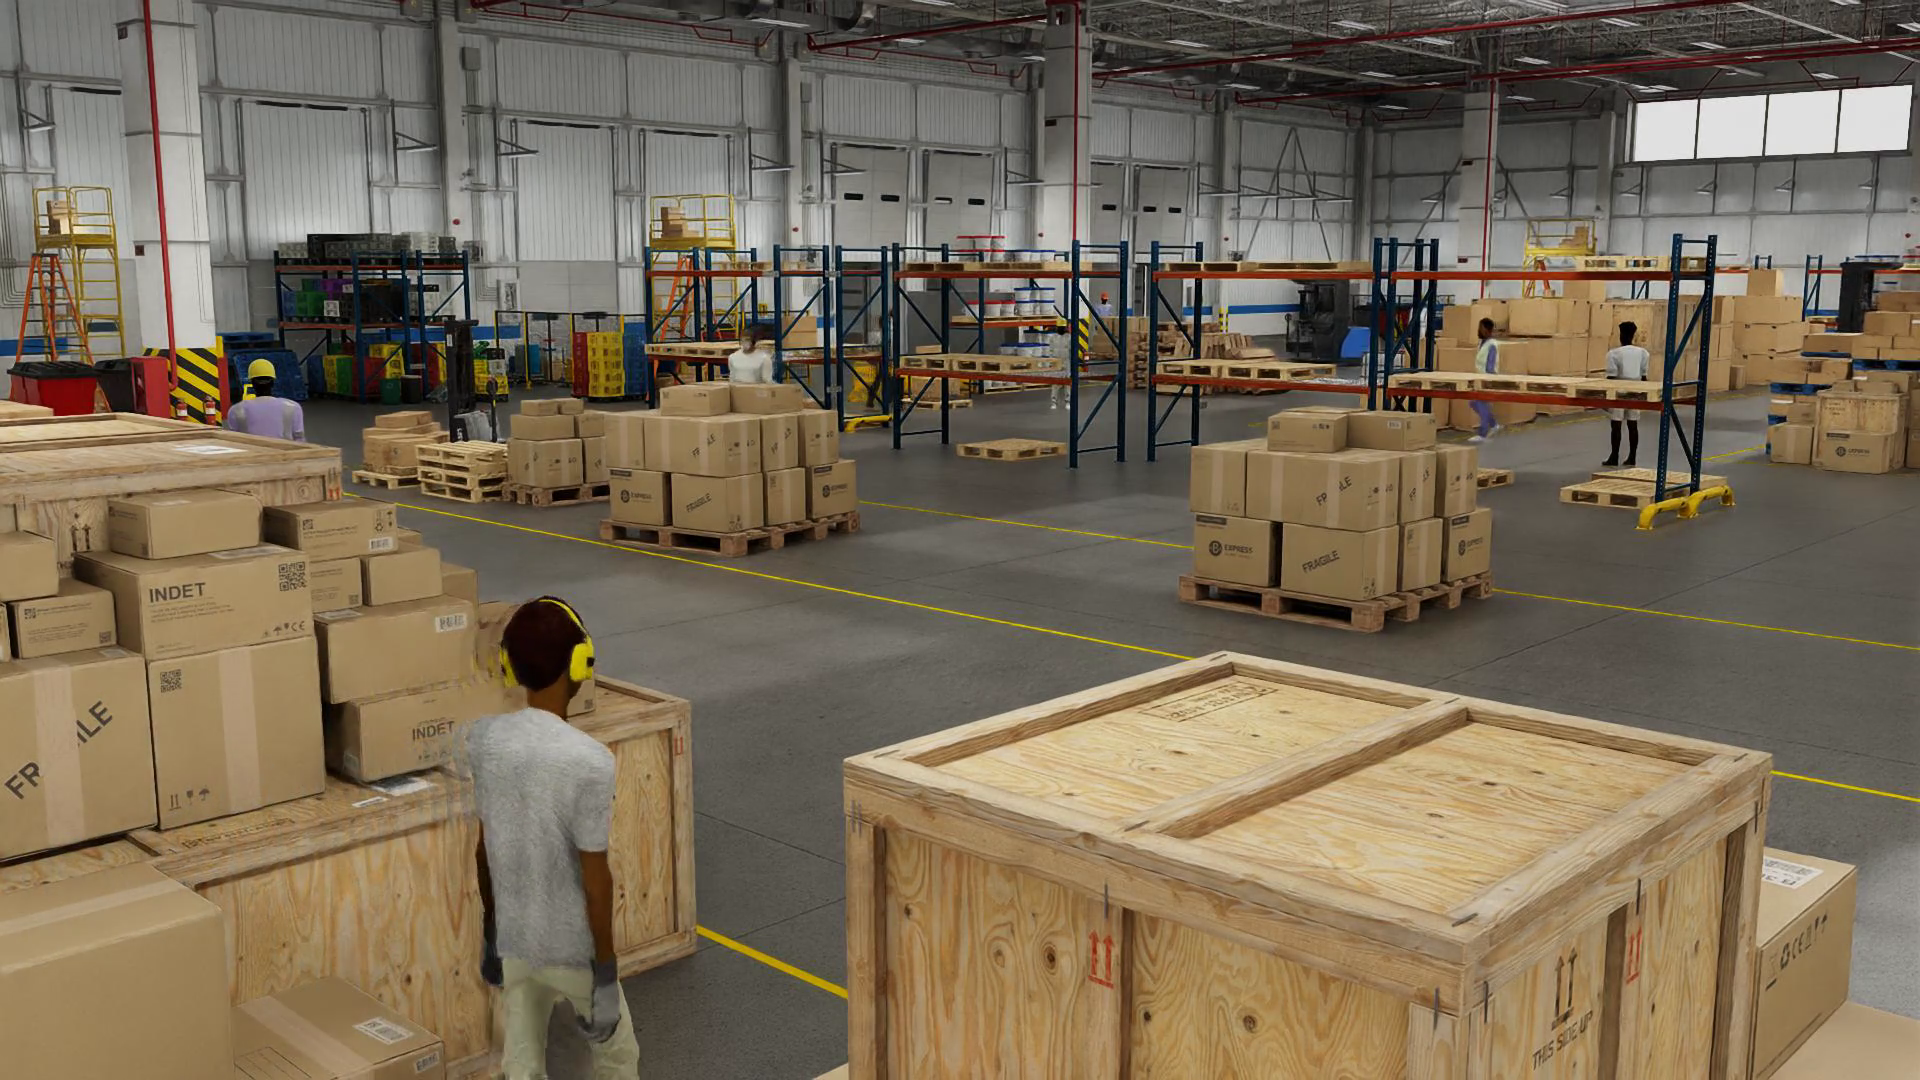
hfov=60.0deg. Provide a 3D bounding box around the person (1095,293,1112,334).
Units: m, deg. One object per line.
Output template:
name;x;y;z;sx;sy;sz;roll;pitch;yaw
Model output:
person;4.429;-6.656;51.278;0.543;1.929;0.384;-1;9;-6

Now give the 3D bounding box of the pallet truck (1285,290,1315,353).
pallet truck;11.297;-6.951;52.861;1.885;1.965;0.823;-5;11;-29

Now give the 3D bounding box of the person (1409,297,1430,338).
person;13.289;-6.103;48.142;0.586;1.856;0.872;2;9;11

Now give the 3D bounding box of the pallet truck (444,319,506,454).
pallet truck;-6.981;-1.942;22.150;1.885;1.965;0.823;1;9;9

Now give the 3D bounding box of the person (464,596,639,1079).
person;-1.097;1.060;4.281;0.517;1.832;0.869;5;11;29

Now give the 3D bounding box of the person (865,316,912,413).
person;-1.333;-3.247;30.758;0.970;1.795;0.535;1;9;5

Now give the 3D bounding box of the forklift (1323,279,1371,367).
forklift;10.030;-5.994;44.296;1.873;2.768;1.129;-3;10;-18

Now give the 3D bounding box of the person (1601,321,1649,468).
person;8.859;-1.932;22.187;0.603;1.966;0.367;-2;9;-10

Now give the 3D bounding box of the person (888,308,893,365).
person;-1.808;-5.275;43.710;0.314;1.634;0.516;3;10;18

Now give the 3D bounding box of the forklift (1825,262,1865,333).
forklift;22.832;-5.741;42.744;1.873;2.768;1.129;9;13;42

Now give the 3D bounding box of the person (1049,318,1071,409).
person;1.916;-3.339;31.518;0.484;1.739;0.321;2;9;10

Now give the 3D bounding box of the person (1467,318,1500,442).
person;8.061;-2.455;25.554;0.440;1.908;0.613;1;9;3

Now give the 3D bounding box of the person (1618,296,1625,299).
person;17.726;-5.598;44.792;0.439;1.922;0.657;5;11;30

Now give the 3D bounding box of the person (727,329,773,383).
person;-2.725;-1.784;21.554;0.649;1.875;1.072;2;10;14

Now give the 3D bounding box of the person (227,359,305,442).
person;-5.745;-0.542;13.833;0.590;1.915;0.396;-3;10;-19
